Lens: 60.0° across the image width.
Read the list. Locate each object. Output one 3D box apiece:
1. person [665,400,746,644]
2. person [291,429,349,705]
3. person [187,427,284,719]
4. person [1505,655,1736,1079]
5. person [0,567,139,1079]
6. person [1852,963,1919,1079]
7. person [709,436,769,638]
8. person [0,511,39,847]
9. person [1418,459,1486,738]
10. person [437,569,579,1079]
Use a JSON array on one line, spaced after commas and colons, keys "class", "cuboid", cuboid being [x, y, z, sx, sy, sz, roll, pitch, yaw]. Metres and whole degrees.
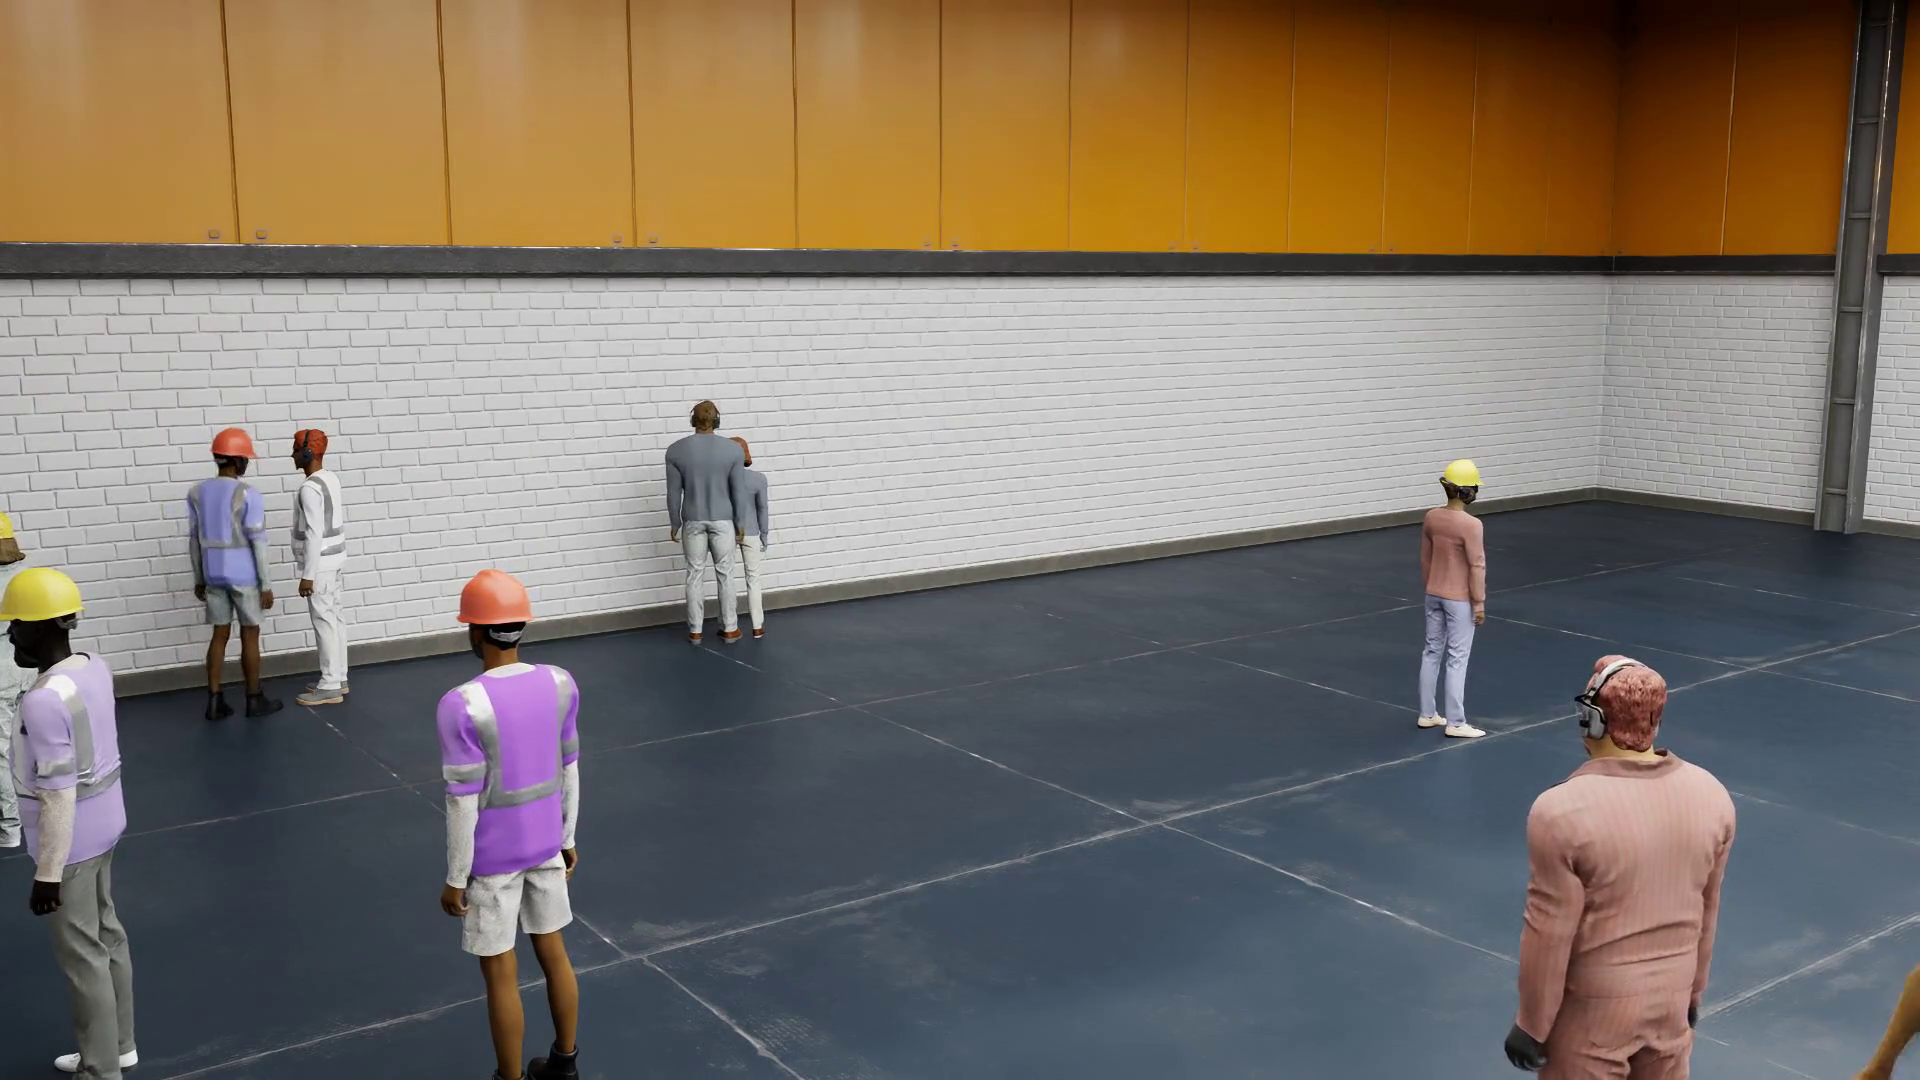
[{"class": "person", "cuboid": [-2.000, -0.138, 13.151, 0.629, 1.940, 0.377, 0, 9, -2]}, {"class": "person", "cuboid": [-4.384, 0.180, 11.365, 0.355, 1.882, 0.576, -1, 9, -8]}, {"class": "person", "cuboid": [-4.778, 0.224, 10.945, 0.561, 1.937, 0.397, 2, 10, 14]}, {"class": "person", "cuboid": [1.786, 1.262, 4.613, 0.643, 1.910, 0.400, -3, 10, -19]}, {"class": "person", "cuboid": [-3.155, 1.047, 5.872, 0.367, 1.926, 0.594, -2, 9, -13]}, {"class": "person", "cuboid": [2.473, 1.406, 4.061, 0.977, 1.785, 0.552, 0, 9, 0]}, {"class": "person", "cuboid": [-1.785, -0.017, 13.380, 0.497, 1.625, 0.287, -1, 9, -5]}, {"class": "person", "cuboid": [-4.923, 0.703, 8.563, 0.297, 1.743, 0.493, 4, 10, 24]}, {"class": "person", "cuboid": [3.139, 0.369, 10.554, 0.310, 1.768, 0.533, -4, 10, -25]}, {"class": "person", "cuboid": [-1.572, 1.060, 5.767, 0.373, 1.934, 0.551, 7, 12, 37]}]
